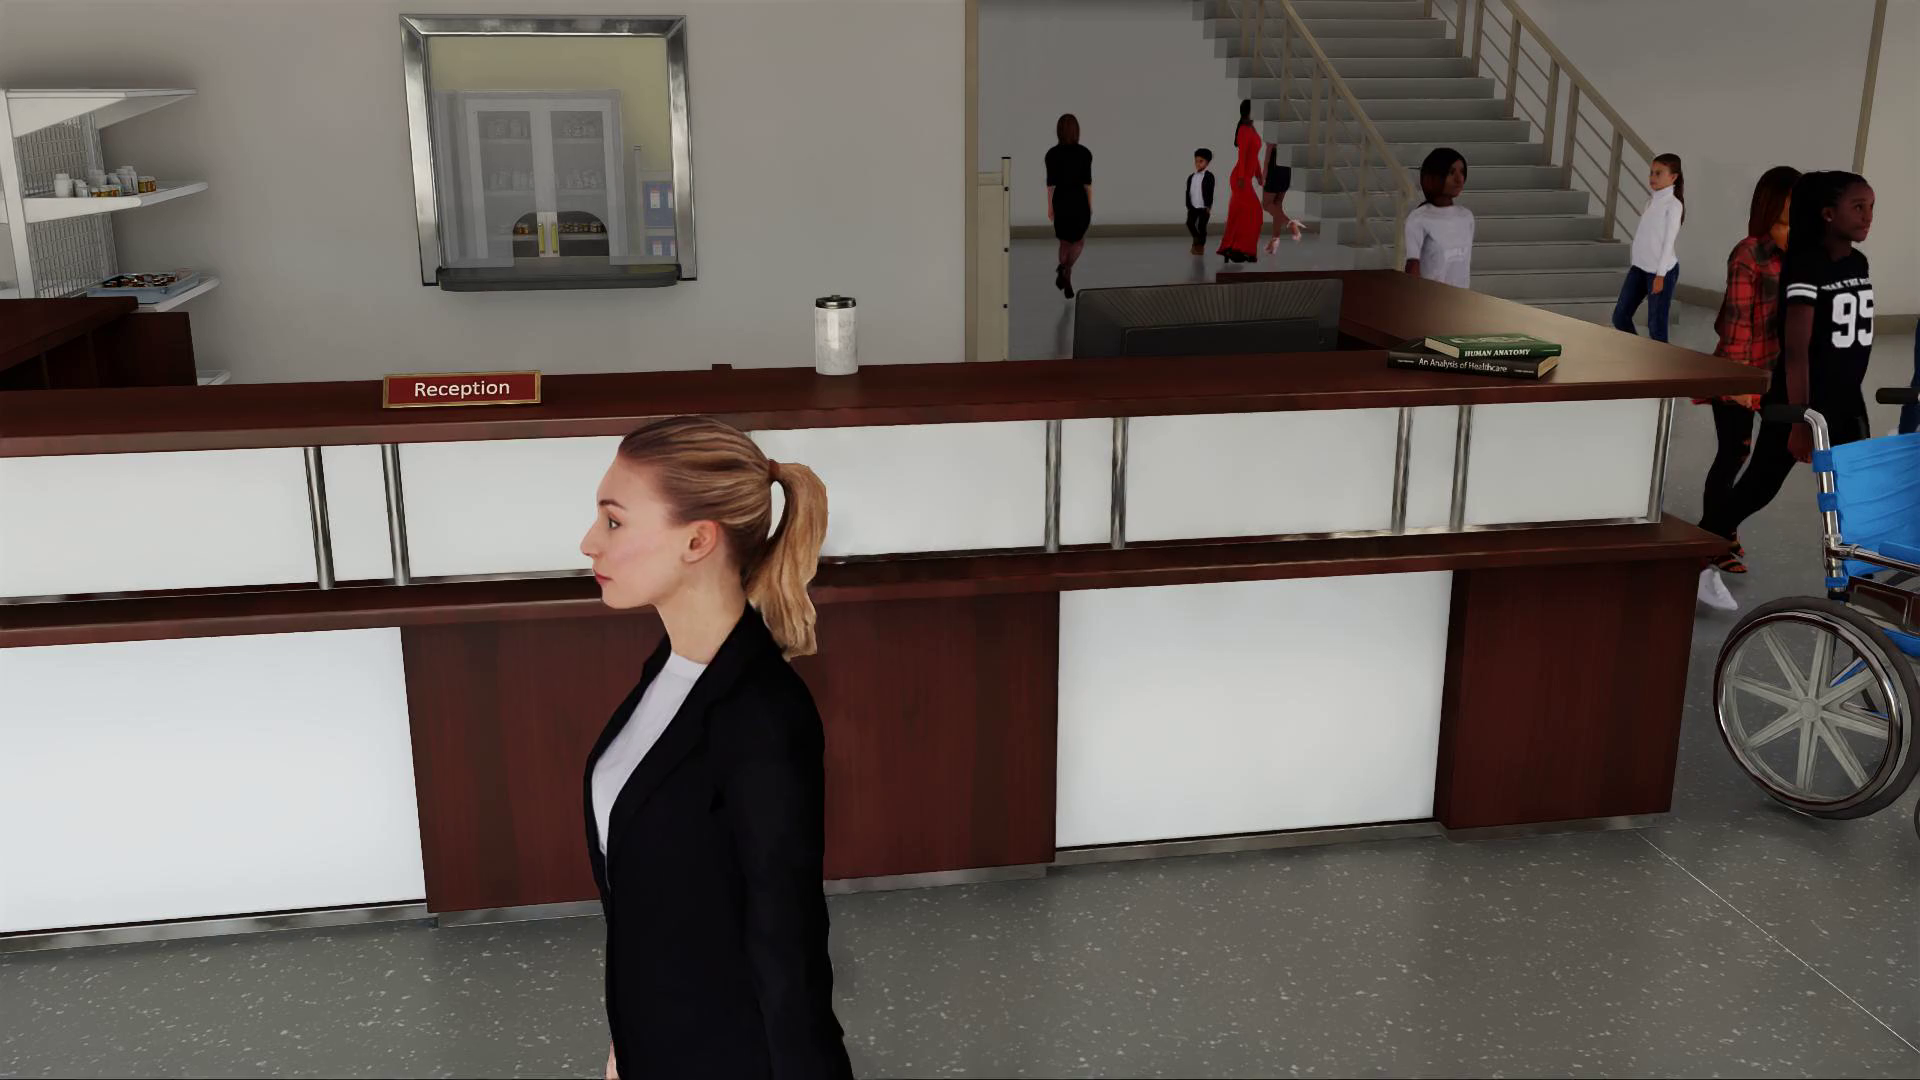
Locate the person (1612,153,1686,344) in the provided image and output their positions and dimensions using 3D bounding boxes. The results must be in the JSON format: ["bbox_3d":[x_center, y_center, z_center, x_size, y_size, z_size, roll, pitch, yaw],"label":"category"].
[{"bbox_3d":[4.671,-1.767,11.030,0.631,1.546,0.551,-5,17,-18],"label":"person"}]

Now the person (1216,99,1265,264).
[{"bbox_3d":[3.024,-3.918,18.254,0.828,1.767,0.779,3,16,10],"label":"person"}]

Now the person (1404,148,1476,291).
[{"bbox_3d":[2.258,-1.033,8.179,0.847,1.681,1.203,-8,18,-26],"label":"person"}]

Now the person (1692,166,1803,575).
[{"bbox_3d":[3.250,-0.700,6.974,0.715,1.693,0.713,-9,18,-28],"label":"person"}]

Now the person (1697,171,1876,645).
[{"bbox_3d":[3.061,-0.463,6.155,0.913,1.682,1.269,-9,18,-29],"label":"person"}]

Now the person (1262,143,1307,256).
[{"bbox_3d":[3.693,-4.125,18.983,0.815,1.770,0.960,-13,20,-38],"label":"person"}]

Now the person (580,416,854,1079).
[{"bbox_3d":[-0.195,0.685,2.069,0.755,1.689,0.632,-6,17,-21],"label":"person"}]

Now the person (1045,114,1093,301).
[{"bbox_3d":[0.982,-2.980,15.091,0.885,1.678,1.064,5,17,17],"label":"person"}]

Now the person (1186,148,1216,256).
[{"bbox_3d":[2.809,-3.915,19.257,0.629,1.216,0.689,11,19,34],"label":"person"}]
